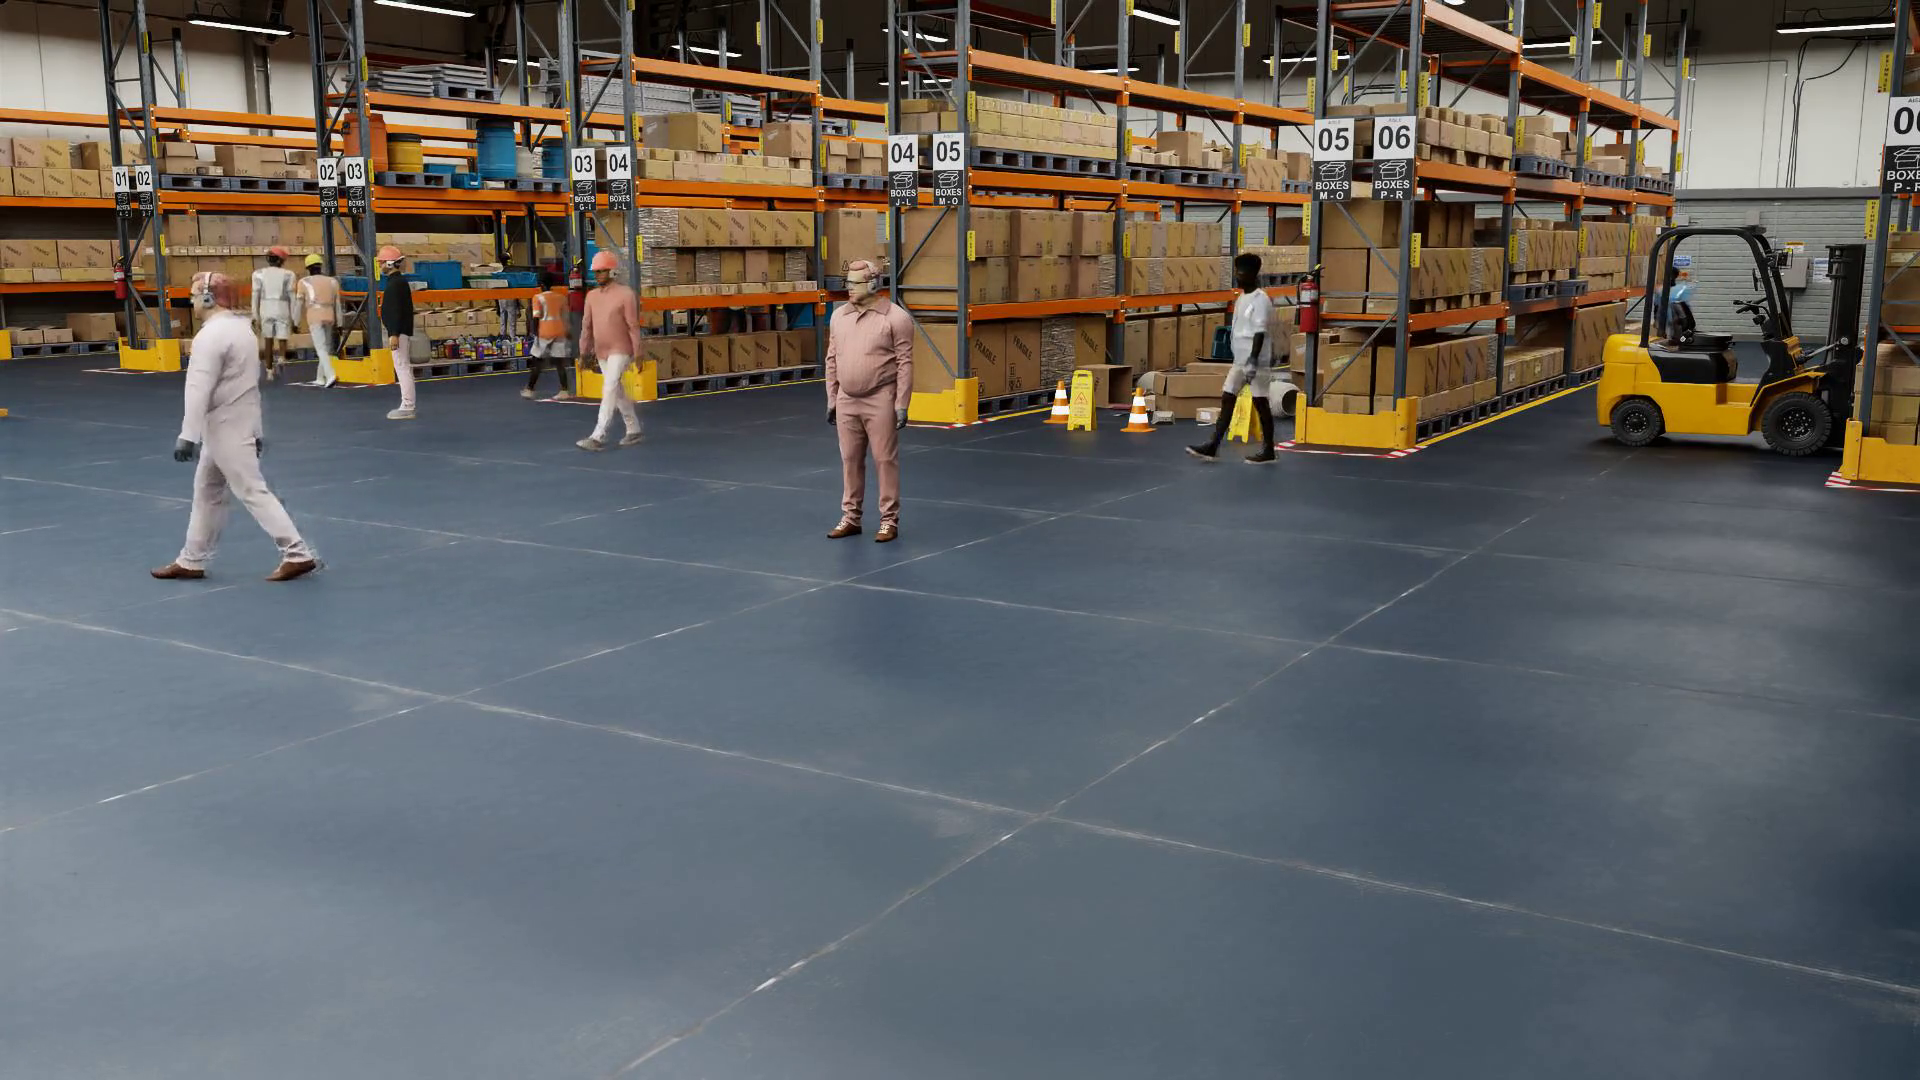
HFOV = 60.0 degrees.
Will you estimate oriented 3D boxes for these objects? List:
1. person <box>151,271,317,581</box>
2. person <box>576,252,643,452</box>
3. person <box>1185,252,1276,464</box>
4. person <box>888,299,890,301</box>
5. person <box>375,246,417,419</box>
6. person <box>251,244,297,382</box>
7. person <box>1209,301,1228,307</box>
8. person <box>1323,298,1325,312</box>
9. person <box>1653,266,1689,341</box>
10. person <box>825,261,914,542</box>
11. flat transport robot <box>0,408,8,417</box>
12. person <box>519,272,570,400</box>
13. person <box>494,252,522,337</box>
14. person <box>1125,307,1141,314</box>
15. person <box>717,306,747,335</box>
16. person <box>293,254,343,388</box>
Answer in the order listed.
[{"bbox_3d":[-4.362,-0.660,9.911,0.983,1.866,0.650,-2,10,-10],"label":"person"},{"bbox_3d":[-3.452,-1.853,16.361,0.649,1.937,1.046,6,12,32],"label":"person"},{"bbox_3d":[2.515,-1.641,15.192,0.877,1.930,0.636,-3,10,-14],"label":"person"},{"bbox_3d":[-1.222,-4.753,33.035,0.978,1.783,0.636,-7,12,-33],"label":"person"},{"bbox_3d":[-6.523,-2.399,19.254,0.396,1.992,0.623,-2,10,-12],"label":"person"},{"bbox_3d":[-9.966,-3.279,24.150,0.647,2.009,0.703,-3,10,-15],"label":"person"},{"bbox_3d":[5.269,-4.765,32.764,0.677,1.889,0.948,4,11,22],"label":"person"},{"bbox_3d":[7.248,-4.822,33.337,0.630,1.823,0.586,9,13,40],"label":"person"},{"bbox_3d":[11.298,-3.525,26.461,0.536,1.670,0.719,6,12,31],"label":"person"},{"bbox_3d":[-0.643,-0.935,11.311,0.651,1.904,0.403,5,11,26],"label":"person"},{"bbox_3d":[-11.299,-1.409,18.538,0.652,0.197,1.431,-1,10,-5],"label":"flat transport robot"},{"bbox_3d":[-5.356,-2.629,21.512,0.752,1.655,0.555,8,13,37],"label":"person"},{"bbox_3d":[-7.724,-3.975,28.448,0.532,1.864,0.315,5,11,25],"label":"person"},{"bbox_3d":[3.022,-4.287,30.021,0.542,1.928,0.374,5,11,27],"label":"person"},{"bbox_3d":[-3.958,-4.064,28.717,0.617,1.958,0.925,5,11,26],"label":"person"},{"bbox_3d":[-8.961,-3.080,23.391,0.875,1.885,0.611,9,13,40],"label":"person"}]
